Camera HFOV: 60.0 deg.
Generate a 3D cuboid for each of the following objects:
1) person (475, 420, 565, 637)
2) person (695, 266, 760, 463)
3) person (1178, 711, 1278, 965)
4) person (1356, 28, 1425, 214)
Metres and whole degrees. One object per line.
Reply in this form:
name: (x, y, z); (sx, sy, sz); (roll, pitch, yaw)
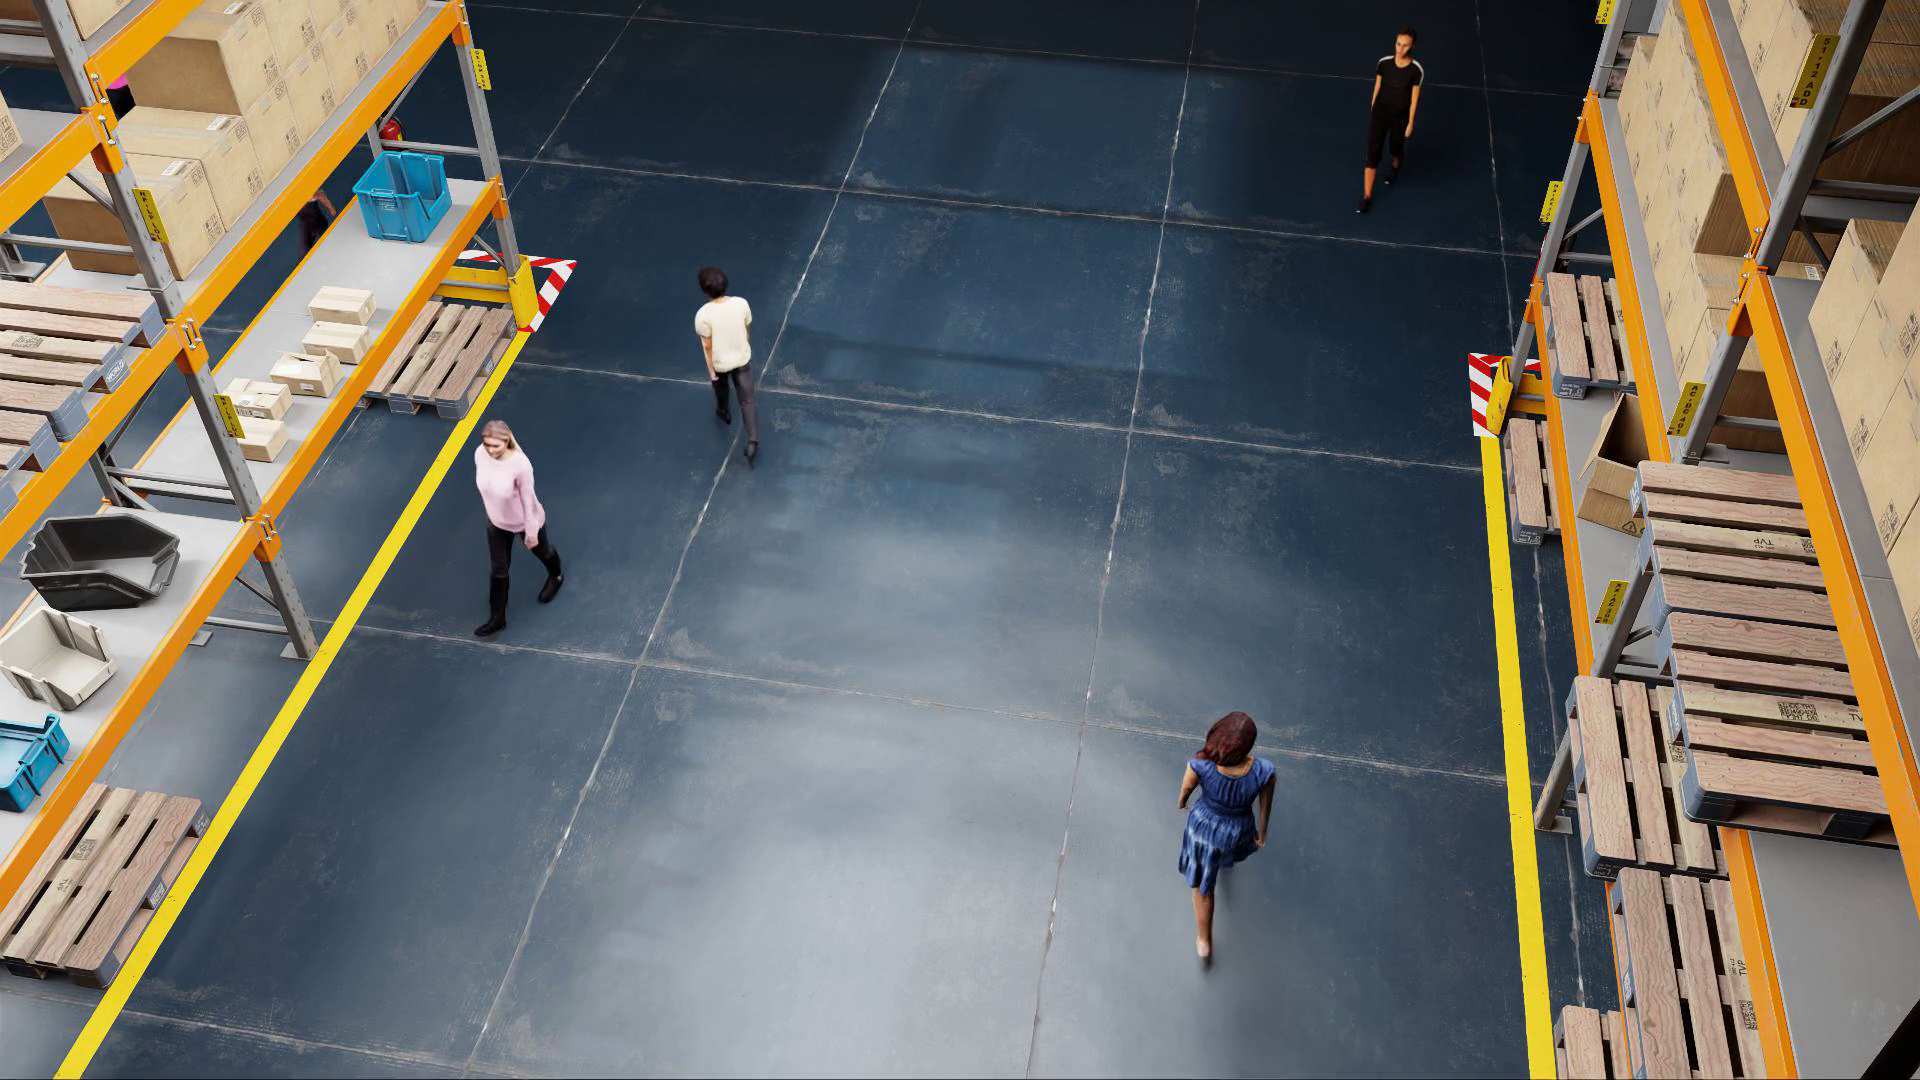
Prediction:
person: (-2.882, -0.189, 11.031); (0.752, 1.649, 1.090); (16, 46, 17)
person: (-1.667, -1.261, 12.229); (0.921, 1.548, 1.074); (-17, 46, -17)
person: (1.412, 1.662, 9.006); (0.713, 1.762, 1.128); (3, 44, 3)
person: (3.879, -3.796, 14.824); (0.835, 1.638, 1.156); (21, 48, 21)
